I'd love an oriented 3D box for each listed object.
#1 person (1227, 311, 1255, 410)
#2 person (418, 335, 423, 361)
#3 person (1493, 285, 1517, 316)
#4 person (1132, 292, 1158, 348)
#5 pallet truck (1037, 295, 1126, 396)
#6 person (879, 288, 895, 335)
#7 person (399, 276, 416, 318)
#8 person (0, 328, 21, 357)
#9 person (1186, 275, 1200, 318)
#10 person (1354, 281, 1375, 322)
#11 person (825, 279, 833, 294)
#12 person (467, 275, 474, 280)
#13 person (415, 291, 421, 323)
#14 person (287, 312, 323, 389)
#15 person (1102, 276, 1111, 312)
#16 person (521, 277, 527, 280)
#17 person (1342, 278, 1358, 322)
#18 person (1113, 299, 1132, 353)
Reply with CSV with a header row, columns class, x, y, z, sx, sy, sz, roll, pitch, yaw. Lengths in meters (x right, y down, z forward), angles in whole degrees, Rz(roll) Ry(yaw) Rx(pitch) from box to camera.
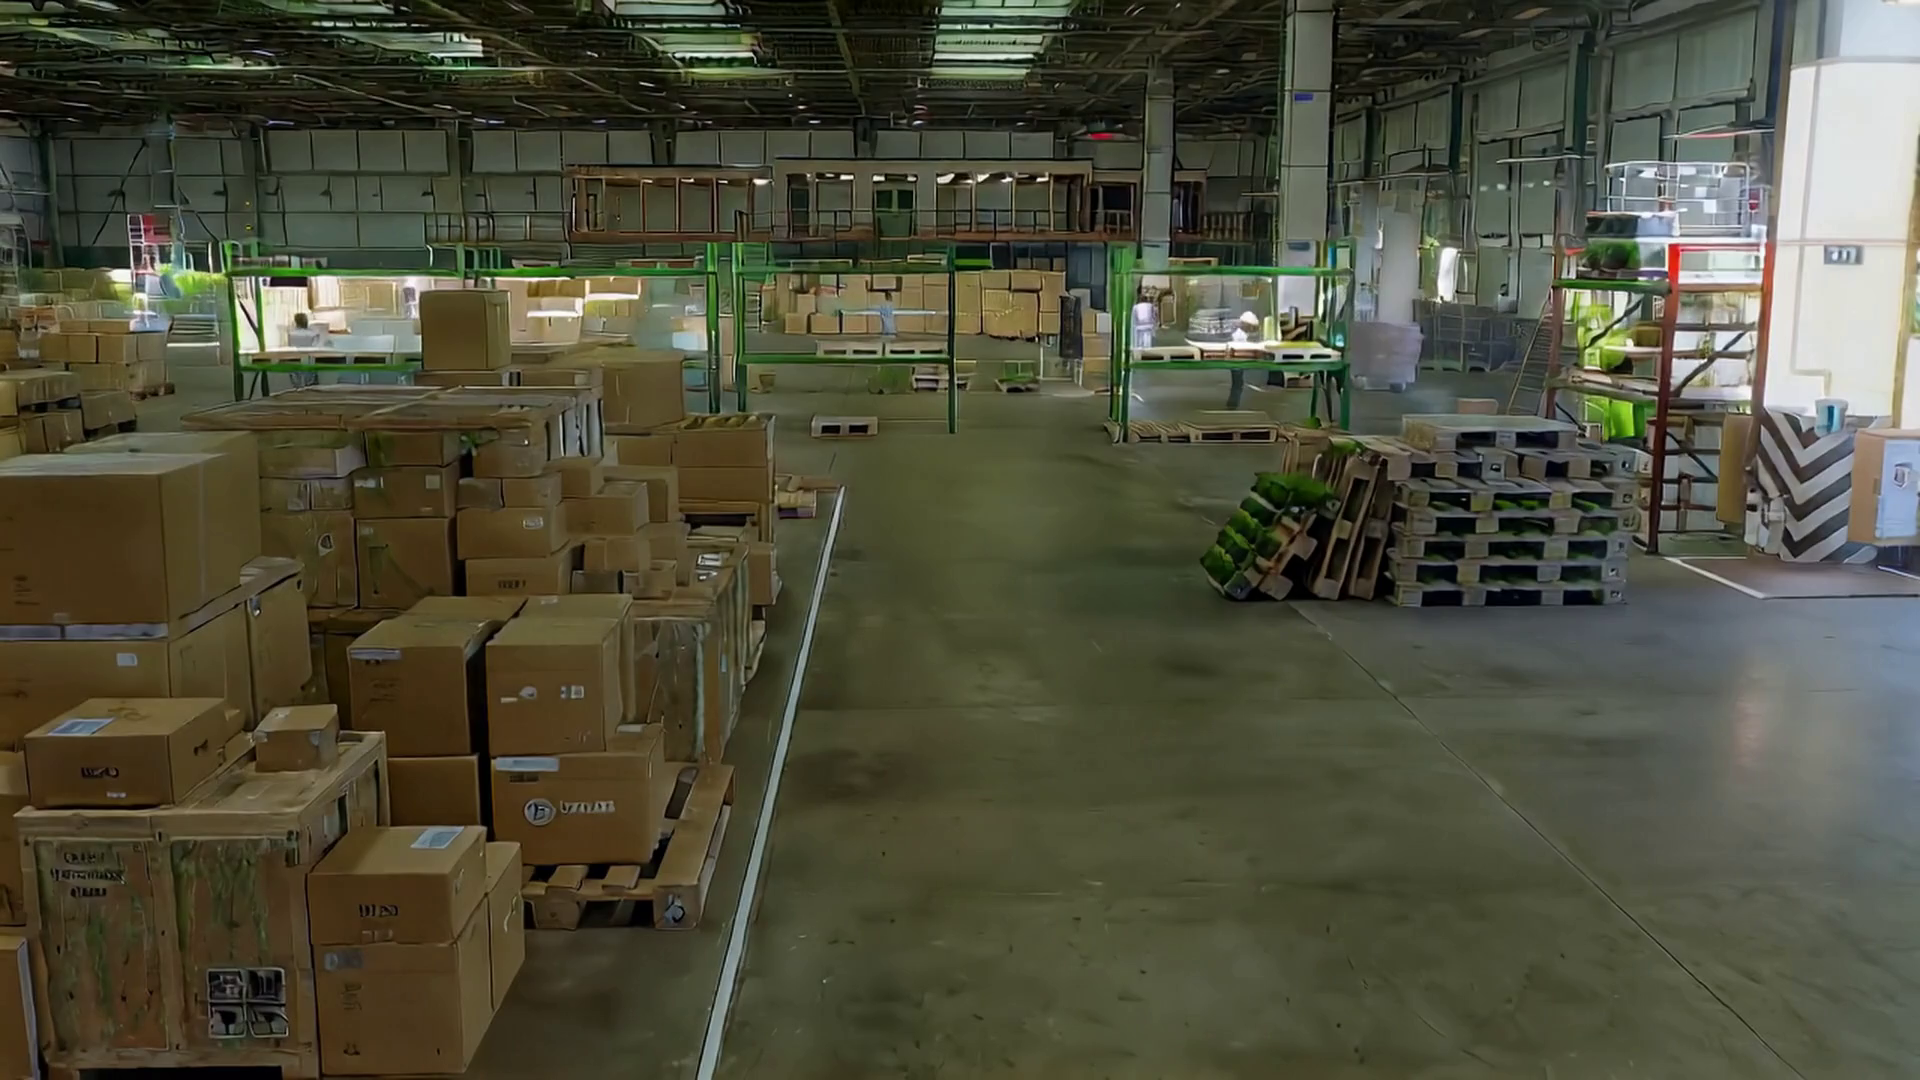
class,x,y,z,sx,sy,sz,roll,pitch,yaw
person,4.658,-2.851,27.600,0.454,1.903,0.604,1,10,5
person,-8.323,-2.647,26.511,0.576,1.882,0.355,2,10,11
person,14.774,-5.989,45.144,0.605,1.882,0.990,6,12,28
person,4.494,-5.113,40.404,0.651,1.823,0.574,1,10,7
pallet truck,2.483,-3.881,33.060,1.885,1.965,0.823,-7,13,-36
person,-1.836,-5.422,41.988,0.327,1.876,0.516,8,13,37
person,-17.175,-7.233,51.824,0.366,1.963,0.610,6,12,31
person,-12.494,-1.828,21.792,0.355,1.936,0.635,0,10,-1
person,9.037,-9.560,64.907,0.622,1.930,0.657,9,14,42
person,12.651,-7.230,52.265,0.652,1.799,0.915,6,12,28
person,-4.570,-8.171,57.692,0.516,1.722,0.519,-4,11,-19
person,-20.320,-10.216,68.785,0.515,1.841,0.326,-2,10,-11
person,-12.576,-4.962,39.401,0.642,1.890,0.607,2,10,12
person,-10.888,-2.848,27.664,0.524,1.871,0.325,-4,11,-19
person,6.267,-10.590,70.755,0.355,1.883,0.574,-3,10,-14
person,-15.766,-8.634,60.186,0.321,1.767,0.533,-6,12,-30
person,12.721,-7.574,53.930,0.999,1.882,0.550,-9,13,-40
person,3.379,-4.143,34.686,0.372,1.940,0.630,8,13,38
